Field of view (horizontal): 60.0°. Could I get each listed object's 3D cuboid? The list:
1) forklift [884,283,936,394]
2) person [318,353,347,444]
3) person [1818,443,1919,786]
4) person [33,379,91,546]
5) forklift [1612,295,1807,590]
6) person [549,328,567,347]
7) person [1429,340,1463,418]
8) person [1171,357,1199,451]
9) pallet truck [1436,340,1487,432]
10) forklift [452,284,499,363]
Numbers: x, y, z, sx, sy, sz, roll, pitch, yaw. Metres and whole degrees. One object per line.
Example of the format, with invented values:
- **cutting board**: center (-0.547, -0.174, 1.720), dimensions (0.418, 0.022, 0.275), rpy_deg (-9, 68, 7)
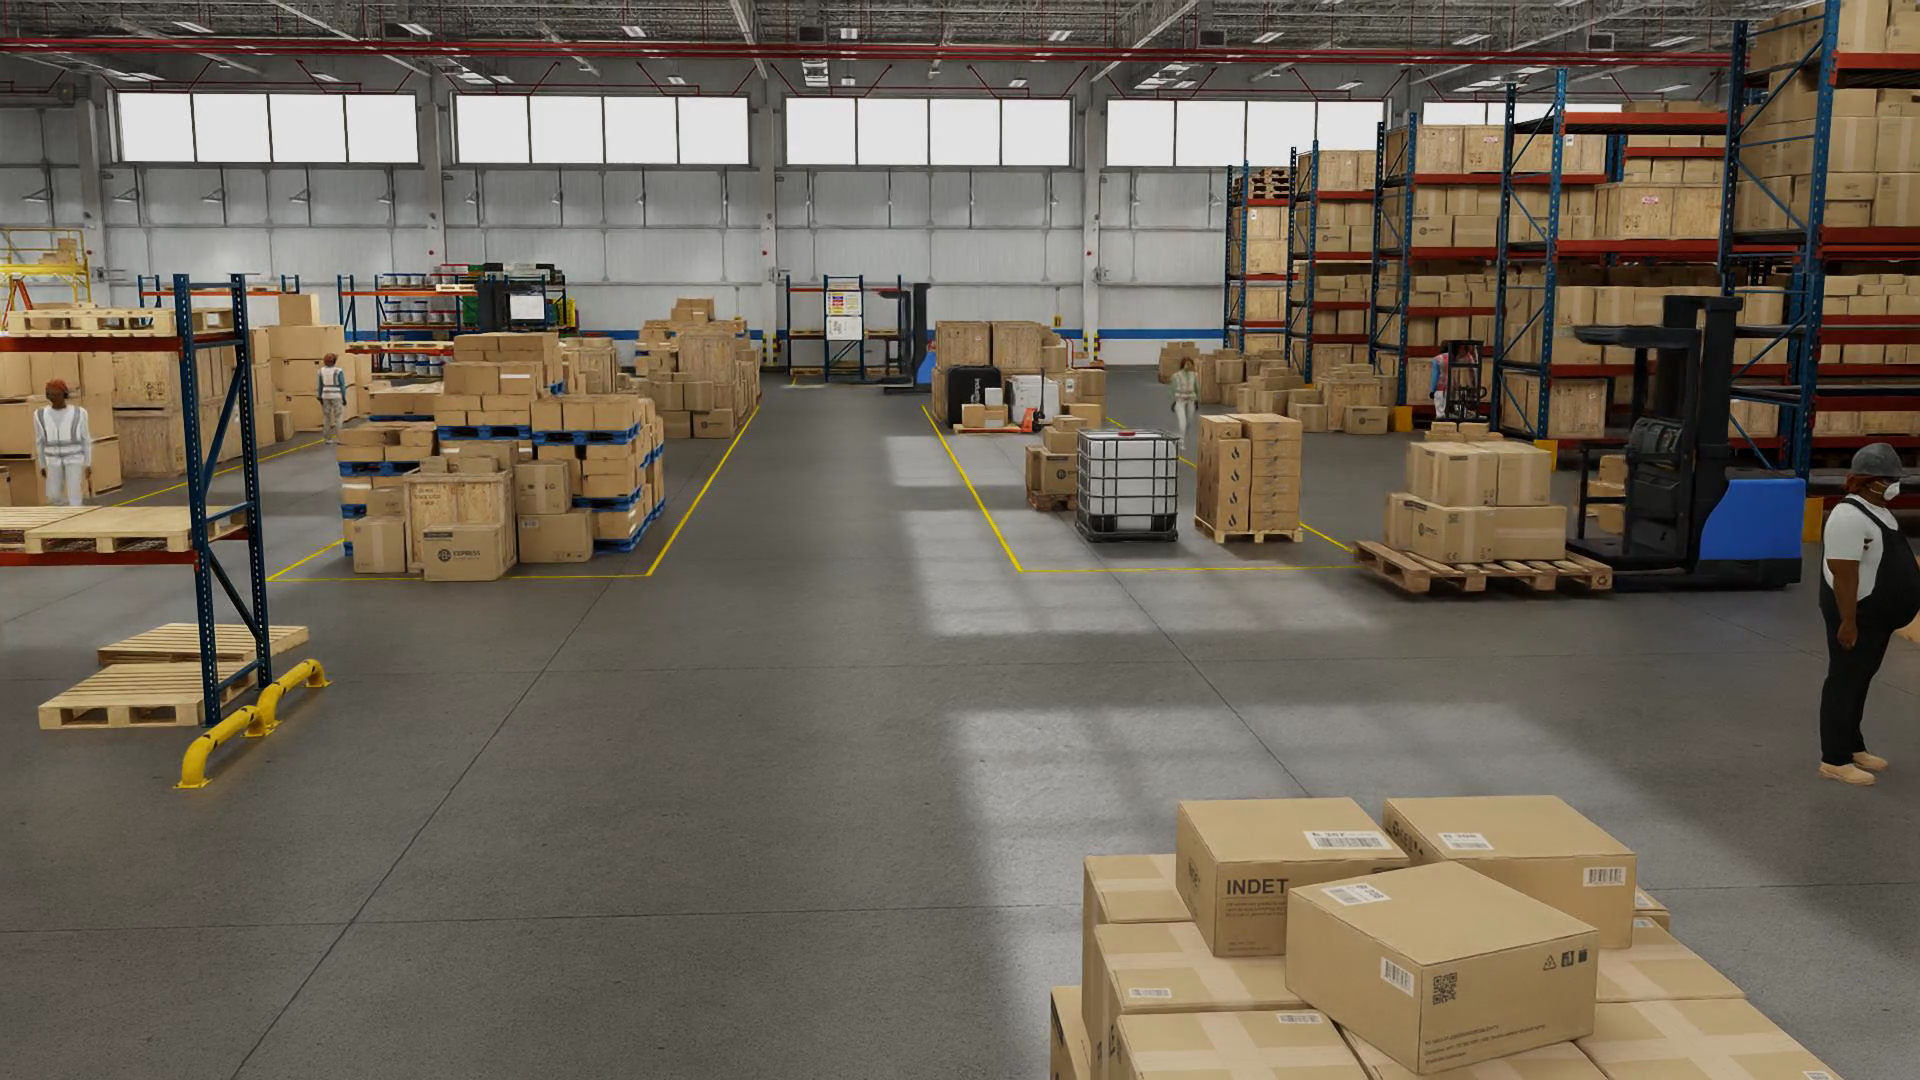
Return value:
- **forklift**: center (-0.989, -5.102, 42.064), dimensions (1.873, 2.768, 1.129), rpy_deg (-1, 9, -4)
- **person**: center (-11.236, -2.515, 29.752), dimensions (0.531, 1.644, 0.397), rpy_deg (2, 9, 11)
- **person**: center (5.454, 0.428, 9.971), dimensions (0.539, 2.000, 0.689), rpy_deg (8, 12, 40)
- **person**: center (-10.056, -0.873, 18.692), dimensions (0.577, 1.871, 0.472), rpy_deg (-2, 9, -12)
- **forklift**: center (7.146, -0.983, 16.205), dimensions (1.873, 2.768, 1.129), rpy_deg (-1, 9, -4)
- **person**: center (-8.421, -3.441, 34.587), dimensions (0.635, 1.937, 0.359), rpy_deg (1, 9, 5)
- **person**: center (8.932, -2.767, 30.656), dimensions (0.621, 1.845, 0.429), rpy_deg (-3, 10, -18)
- **person**: center (3.883, -2.377, 28.903), dimensions (0.521, 1.628, 0.556), rpy_deg (-3, 9, -16)
- **pallet truck**: center (8.004, -2.170, 26.422), dimensions (0.823, 1.965, 1.885), rpy_deg (2, 9, 14)
- **forklift**: center (-10.317, -4.215, 36.494), dimensions (1.873, 2.768, 1.129), rpy_deg (-1, 9, -4)
